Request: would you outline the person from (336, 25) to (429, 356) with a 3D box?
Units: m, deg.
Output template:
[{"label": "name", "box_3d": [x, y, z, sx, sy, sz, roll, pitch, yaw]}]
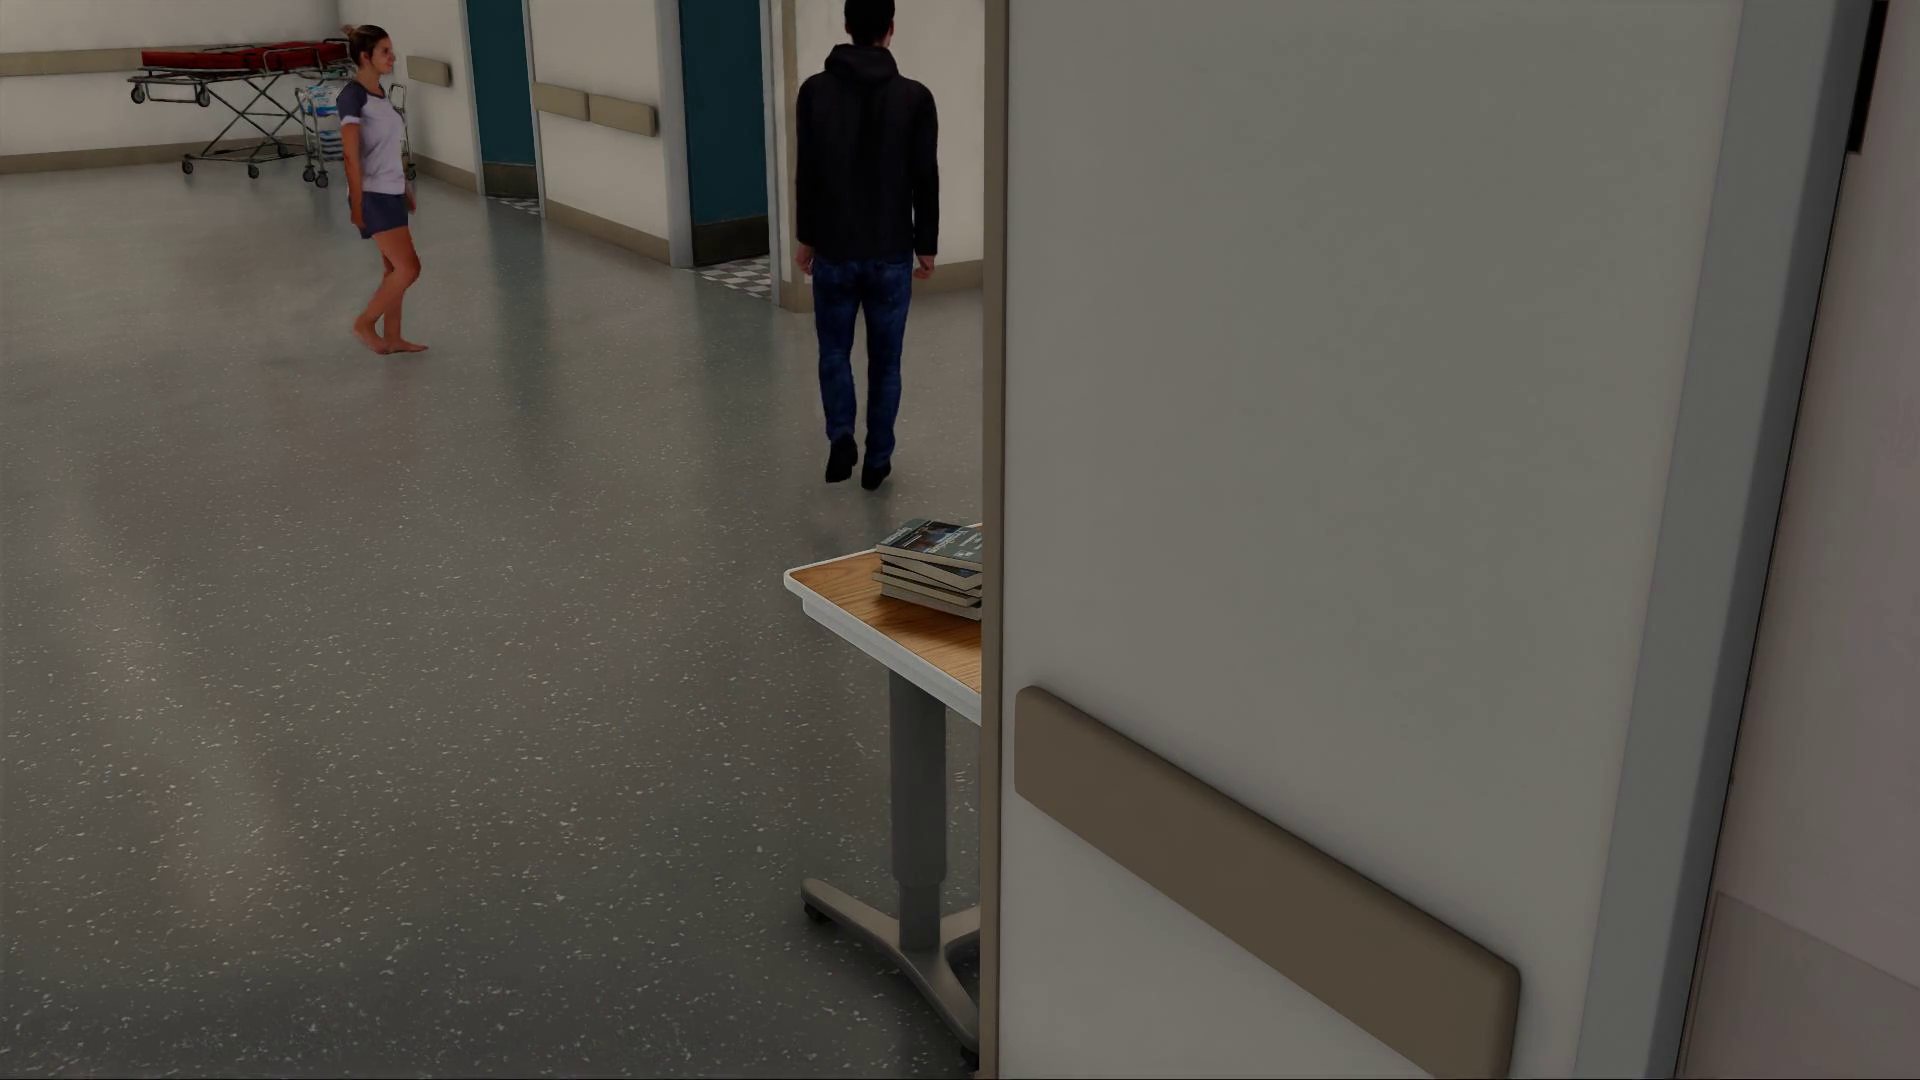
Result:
[{"label": "person", "box_3d": [-2.926, -1.683, 8.167, 0.752, 1.611, 0.686, 0, 21, -1]}]

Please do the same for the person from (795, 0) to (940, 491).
[{"label": "person", "box_3d": [-0.363, -1.053, 6.131, 0.919, 1.877, 0.992, 0, 21, 0]}]
